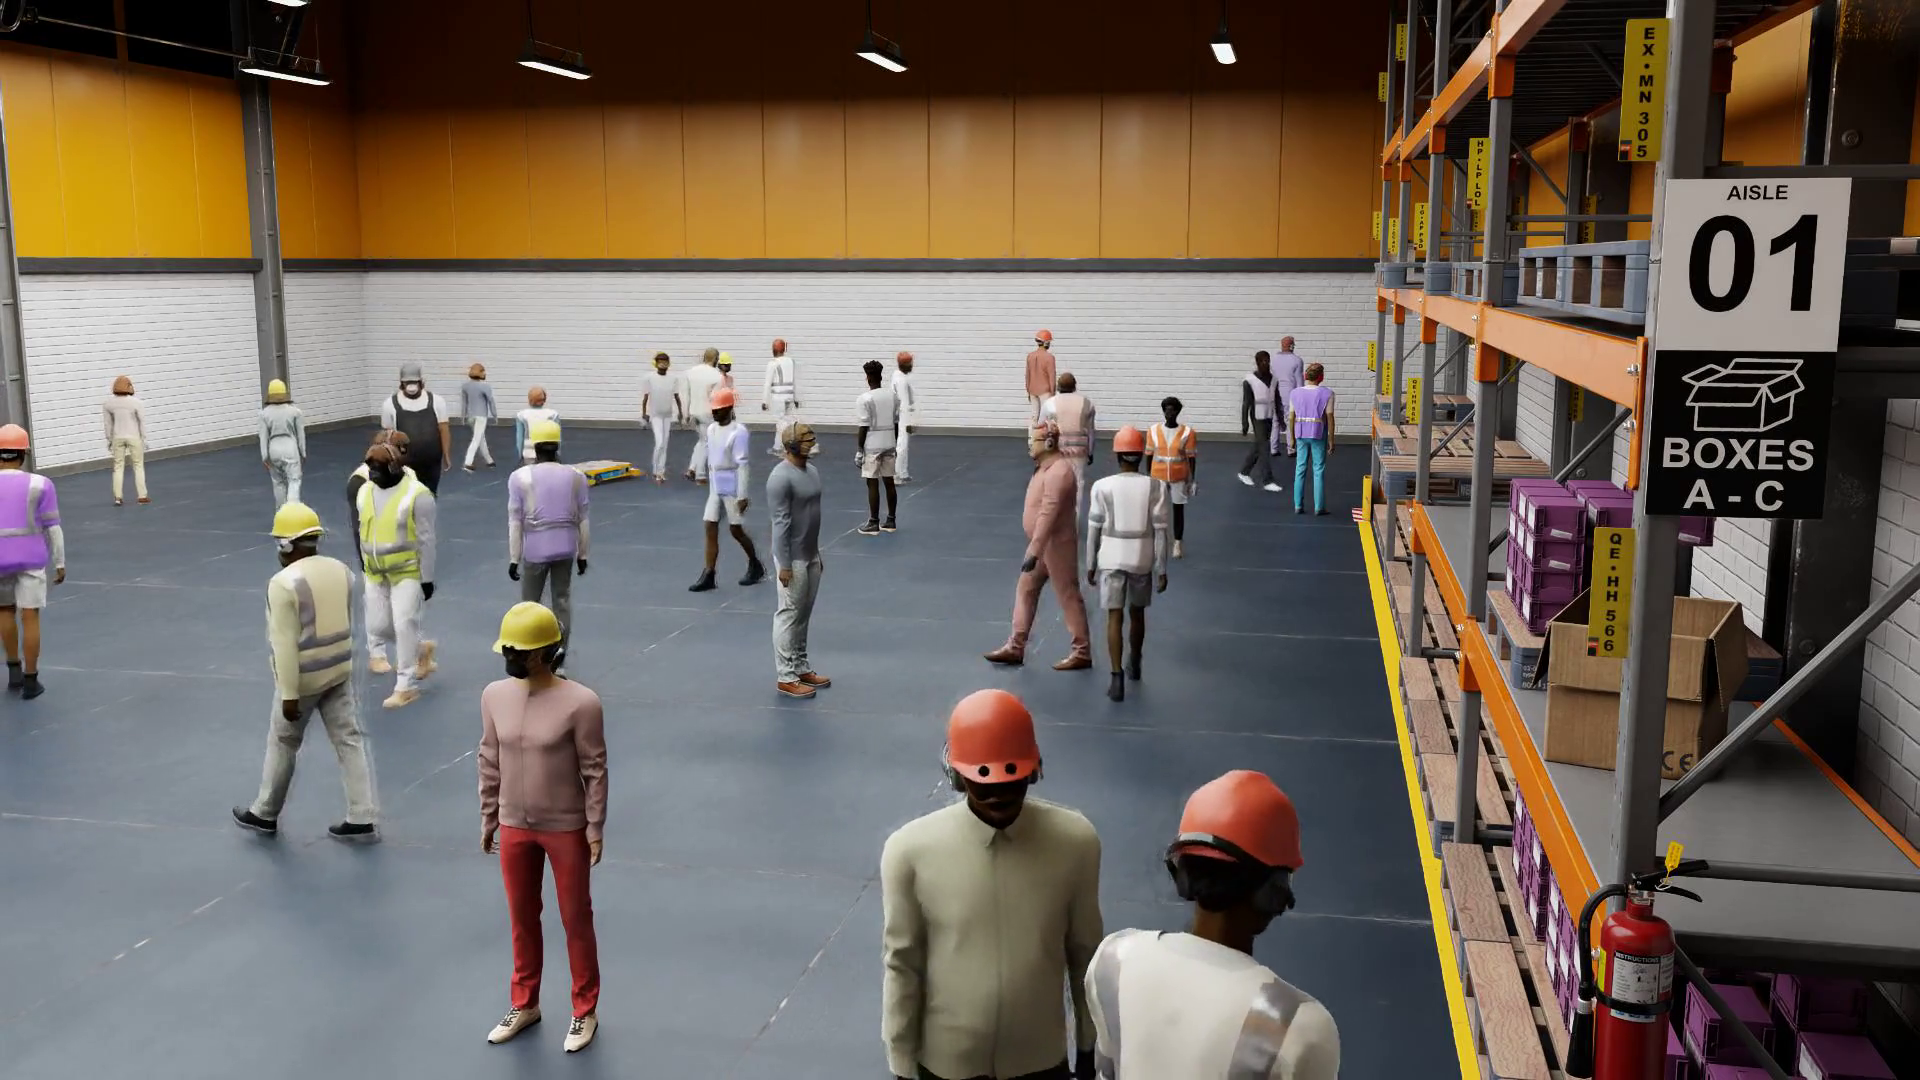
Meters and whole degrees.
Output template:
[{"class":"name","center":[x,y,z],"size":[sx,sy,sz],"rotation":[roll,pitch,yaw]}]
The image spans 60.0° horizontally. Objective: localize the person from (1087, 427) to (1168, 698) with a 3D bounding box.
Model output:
[{"class":"person","center":[1.184,0.139,11.846],"size":[0.561,1.894,0.902],"rotation":[0,9,1]}]

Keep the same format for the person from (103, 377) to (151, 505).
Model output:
[{"class":"person","center":[-10.521,-1.239,20.995],"size":[0.523,1.633,0.527],"rotation":[-2,10,-9]}]

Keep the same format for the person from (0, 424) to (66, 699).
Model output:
[{"class":"person","center":[-6.628,0.142,11.732],"size":[0.567,1.911,0.648],"rotation":[-3,10,-19]}]

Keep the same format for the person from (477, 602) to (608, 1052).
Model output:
[{"class":"person","center":[-1.616,1.101,6.410],"size":[0.534,1.766,0.317],"rotation":[3,10,15]}]

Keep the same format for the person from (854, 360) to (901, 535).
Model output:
[{"class":"person","center":[-0.932,-1.038,18.713],"size":[0.600,1.960,0.374],"rotation":[-9,13,-42]}]

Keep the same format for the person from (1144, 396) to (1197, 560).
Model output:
[{"class":"person","center":[2.158,-0.636,17.105],"size":[0.540,1.695,0.348],"rotation":[2,10,12]}]

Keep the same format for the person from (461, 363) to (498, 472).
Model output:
[{"class":"person","center":[-7.072,-1.799,24.414],"size":[0.518,1.589,0.865],"rotation":[4,10,22]}]

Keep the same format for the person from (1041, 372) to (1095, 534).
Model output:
[{"class":"person","center":[1.212,-0.977,18.771],"size":[0.632,1.827,0.505],"rotation":[0,9,-2]}]

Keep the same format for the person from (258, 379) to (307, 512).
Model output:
[{"class":"person","center":[-7.821,-0.999,19.199],"size":[0.487,1.716,0.741],"rotation":[-2,10,-14]}]

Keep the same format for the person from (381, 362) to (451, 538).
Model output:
[{"class":"person","center":[-5.870,-0.959,17.990],"size":[0.678,2.000,1.011],"rotation":[-5,11,-26]}]

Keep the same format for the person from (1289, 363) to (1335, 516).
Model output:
[{"class":"person","center":[4.250,-1.213,20.108],"size":[0.567,1.845,0.386],"rotation":[6,11,30]}]

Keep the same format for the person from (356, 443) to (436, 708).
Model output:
[{"class":"person","center":[-3.872,0.219,11.567],"size":[0.628,1.822,0.631],"rotation":[3,10,19]}]

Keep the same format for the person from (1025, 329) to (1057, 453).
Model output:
[{"class":"person","center":[1.320,-2.364,26.592],"size":[0.395,1.993,0.615],"rotation":[-8,13,-42]}]

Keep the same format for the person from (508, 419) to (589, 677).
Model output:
[{"class":"person","center":[-2.994,0.076,12.128],"size":[0.615,1.914,0.447],"rotation":[-6,11,-32]}]

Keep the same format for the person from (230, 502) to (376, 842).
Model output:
[{"class":"person","center":[-3.475,0.696,8.743],"size":[0.902,1.792,0.613],"rotation":[4,10,21]}]

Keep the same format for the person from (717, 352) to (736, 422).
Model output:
[{"class":"person","center":[-3.398,-1.826,24.046],"size":[0.321,1.766,0.535],"rotation":[4,10,22]}]

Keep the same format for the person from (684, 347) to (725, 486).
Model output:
[{"class":"person","center":[-3.468,-1.679,22.741],"size":[0.664,1.901,0.455],"rotation":[7,12,36]}]

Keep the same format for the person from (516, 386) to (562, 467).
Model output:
[{"class":"person","center":[-4.895,-0.973,19.344],"size":[0.523,1.625,0.552],"rotation":[-2,10,-9]}]

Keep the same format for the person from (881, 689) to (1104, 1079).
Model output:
[{"class":"person","center":[0.085,1.330,4.441],"size":[0.611,1.971,0.568],"rotation":[-2,10,-11]}]

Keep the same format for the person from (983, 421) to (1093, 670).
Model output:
[{"class":"person","center":[0.579,0.056,12.384],"size":[0.899,1.873,0.650],"rotation":[-2,10,-12]}]

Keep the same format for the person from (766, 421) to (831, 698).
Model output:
[{"class":"person","center":[-1.137,0.129,11.743],"size":[0.367,1.940,0.634],"rotation":[3,10,17]}]

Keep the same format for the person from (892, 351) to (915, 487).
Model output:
[{"class":"person","center":[-0.812,-1.662,22.801],"size":[0.388,1.858,0.703],"rotation":[-1,9,-6]}]

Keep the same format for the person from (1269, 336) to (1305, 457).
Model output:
[{"class":"person","center":[5.138,-2.255,26.202],"size":[0.642,1.909,0.399],"rotation":[8,12,40]}]

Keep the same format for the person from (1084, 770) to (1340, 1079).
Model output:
[{"class":"person","center":[0.520,1.470,3.443],"size":[0.614,2.010,0.465],"rotation":[8,13,41]}]

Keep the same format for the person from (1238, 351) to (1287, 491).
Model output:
[{"class":"person","center":[4.079,-1.634,22.543],"size":[0.602,1.883,0.933],"rotation":[-7,12,-38]}]

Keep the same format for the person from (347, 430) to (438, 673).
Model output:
[{"class":"person","center":[-4.213,0.100,12.321],"size":[0.577,1.813,0.682],"rotation":[6,11,31]}]

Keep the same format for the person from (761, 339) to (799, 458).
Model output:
[{"class":"person","center":[-2.887,-2.206,26.040],"size":[0.801,1.857,0.614],"rotation":[7,12,38]}]

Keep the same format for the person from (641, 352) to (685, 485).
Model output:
[{"class":"person","center":[-4.094,-1.679,22.954],"size":[0.566,1.836,0.546],"rotation":[-6,11,-34]}]

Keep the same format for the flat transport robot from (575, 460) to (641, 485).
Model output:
[{"class":"flat transport robot","center":[-5.129,-0.941,23.204],"size":[0.652,0.197,1.431],"rotation":[4,10,22]}]

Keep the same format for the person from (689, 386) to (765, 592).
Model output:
[{"class":"person","center":[-2.172,-0.486,15.540],"size":[0.557,1.913,0.804],"rotation":[8,13,41]}]
